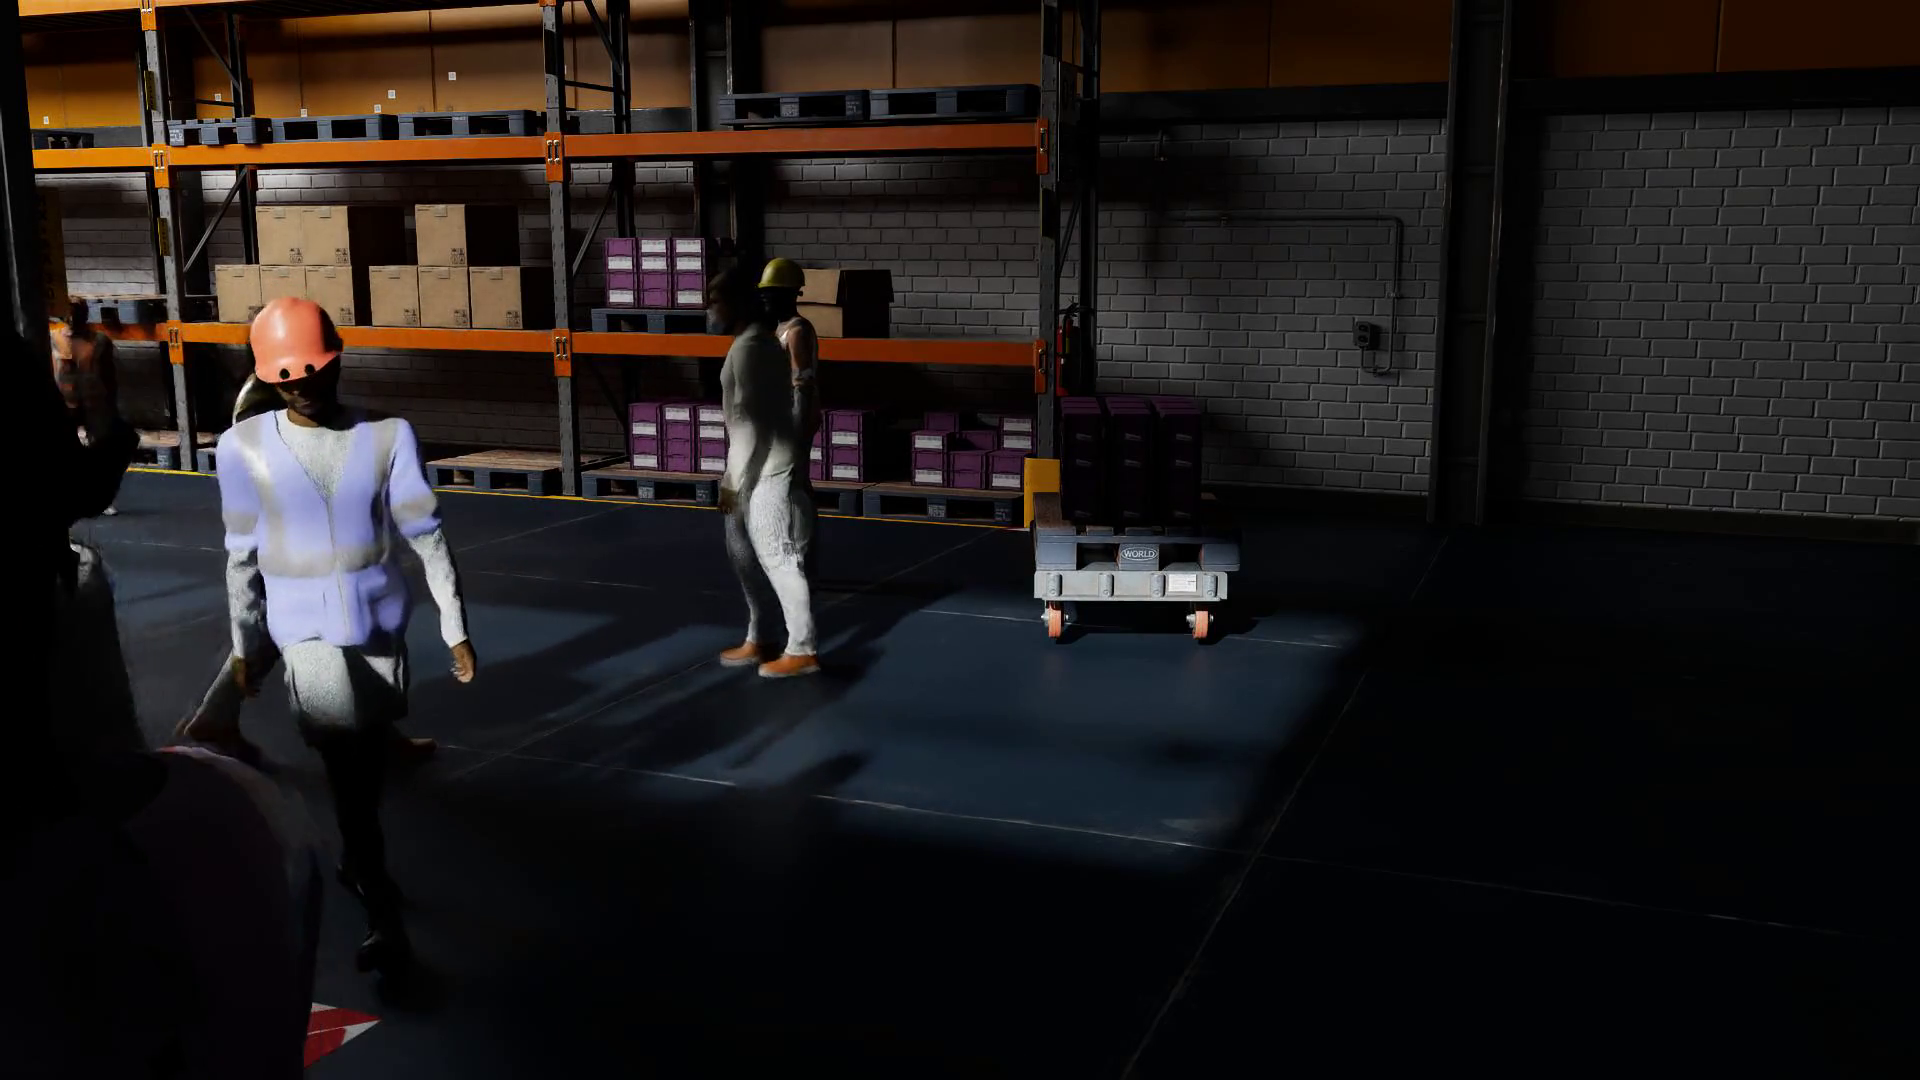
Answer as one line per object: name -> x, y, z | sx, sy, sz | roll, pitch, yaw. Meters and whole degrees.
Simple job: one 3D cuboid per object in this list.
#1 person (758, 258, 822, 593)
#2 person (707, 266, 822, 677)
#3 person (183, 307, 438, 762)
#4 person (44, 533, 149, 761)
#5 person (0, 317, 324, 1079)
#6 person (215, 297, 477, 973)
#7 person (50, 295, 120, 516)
person -> -0.992, -0.659, 9.642 | 0.370, 1.928, 0.585 | -3, 10, -14
person -> -0.889, -0.310, 7.754 | 0.509, 1.918, 0.649 | -2, 10, -9
person -> -2.576, -0.008, 6.387 | 0.936, 1.807, 0.630 | -2, 10, -13
person -> -1.781, 0.571, 3.103 | 0.622, 1.834, 0.982 | 6, 12, 29
person -> -0.642, 0.827, 1.102 | 0.410, 2.034, 0.610 | 0, 10, 2
person -> -1.741, 0.250, 4.753 | 0.643, 1.869, 0.963 | -5, 11, -26
person -> -6.461, -0.976, 12.218 | 0.514, 1.640, 0.310 | -6, 12, -31
